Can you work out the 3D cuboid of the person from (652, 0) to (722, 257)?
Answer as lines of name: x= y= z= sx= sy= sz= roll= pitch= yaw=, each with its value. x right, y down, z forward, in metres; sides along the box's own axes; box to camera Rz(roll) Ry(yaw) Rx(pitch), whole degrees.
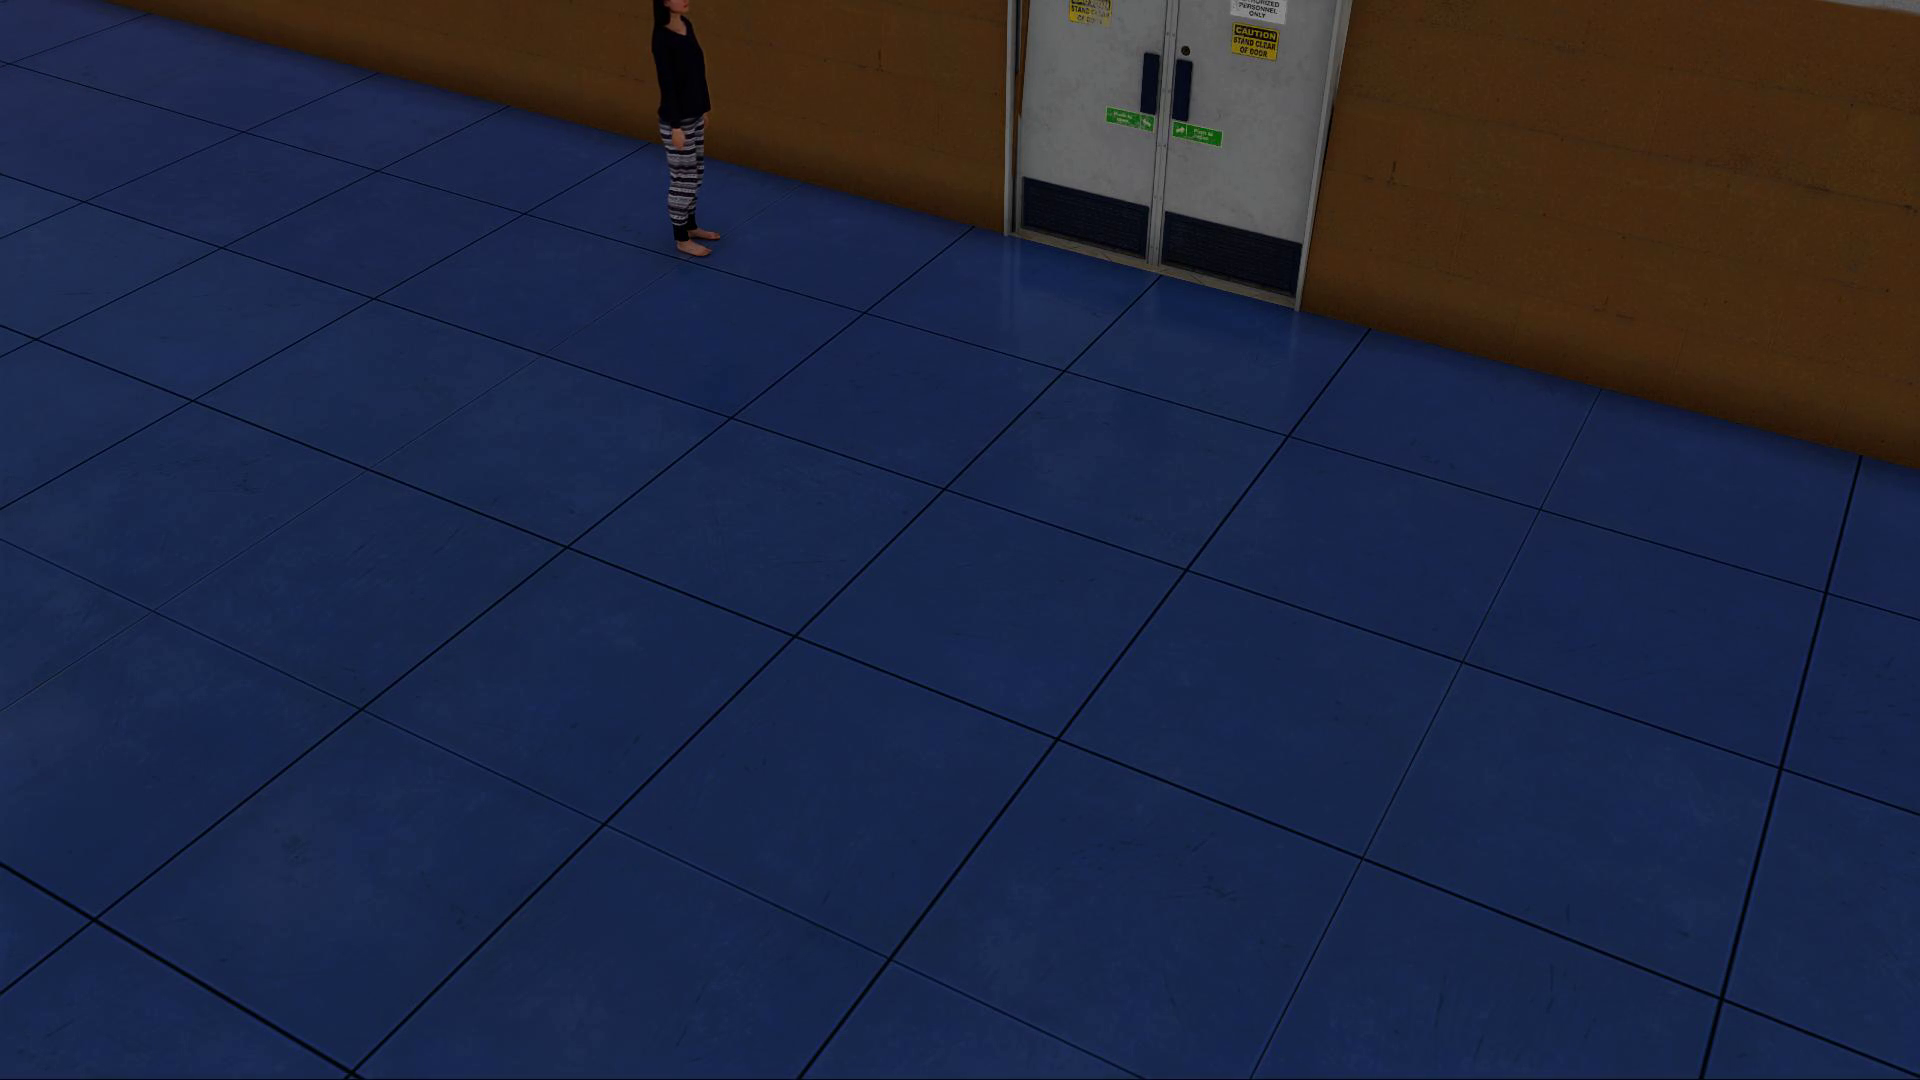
person: x=-1.694 y=-2.587 z=10.095 sx=0.724 sy=1.734 sz=0.561 roll=7 pitch=38 yaw=10
